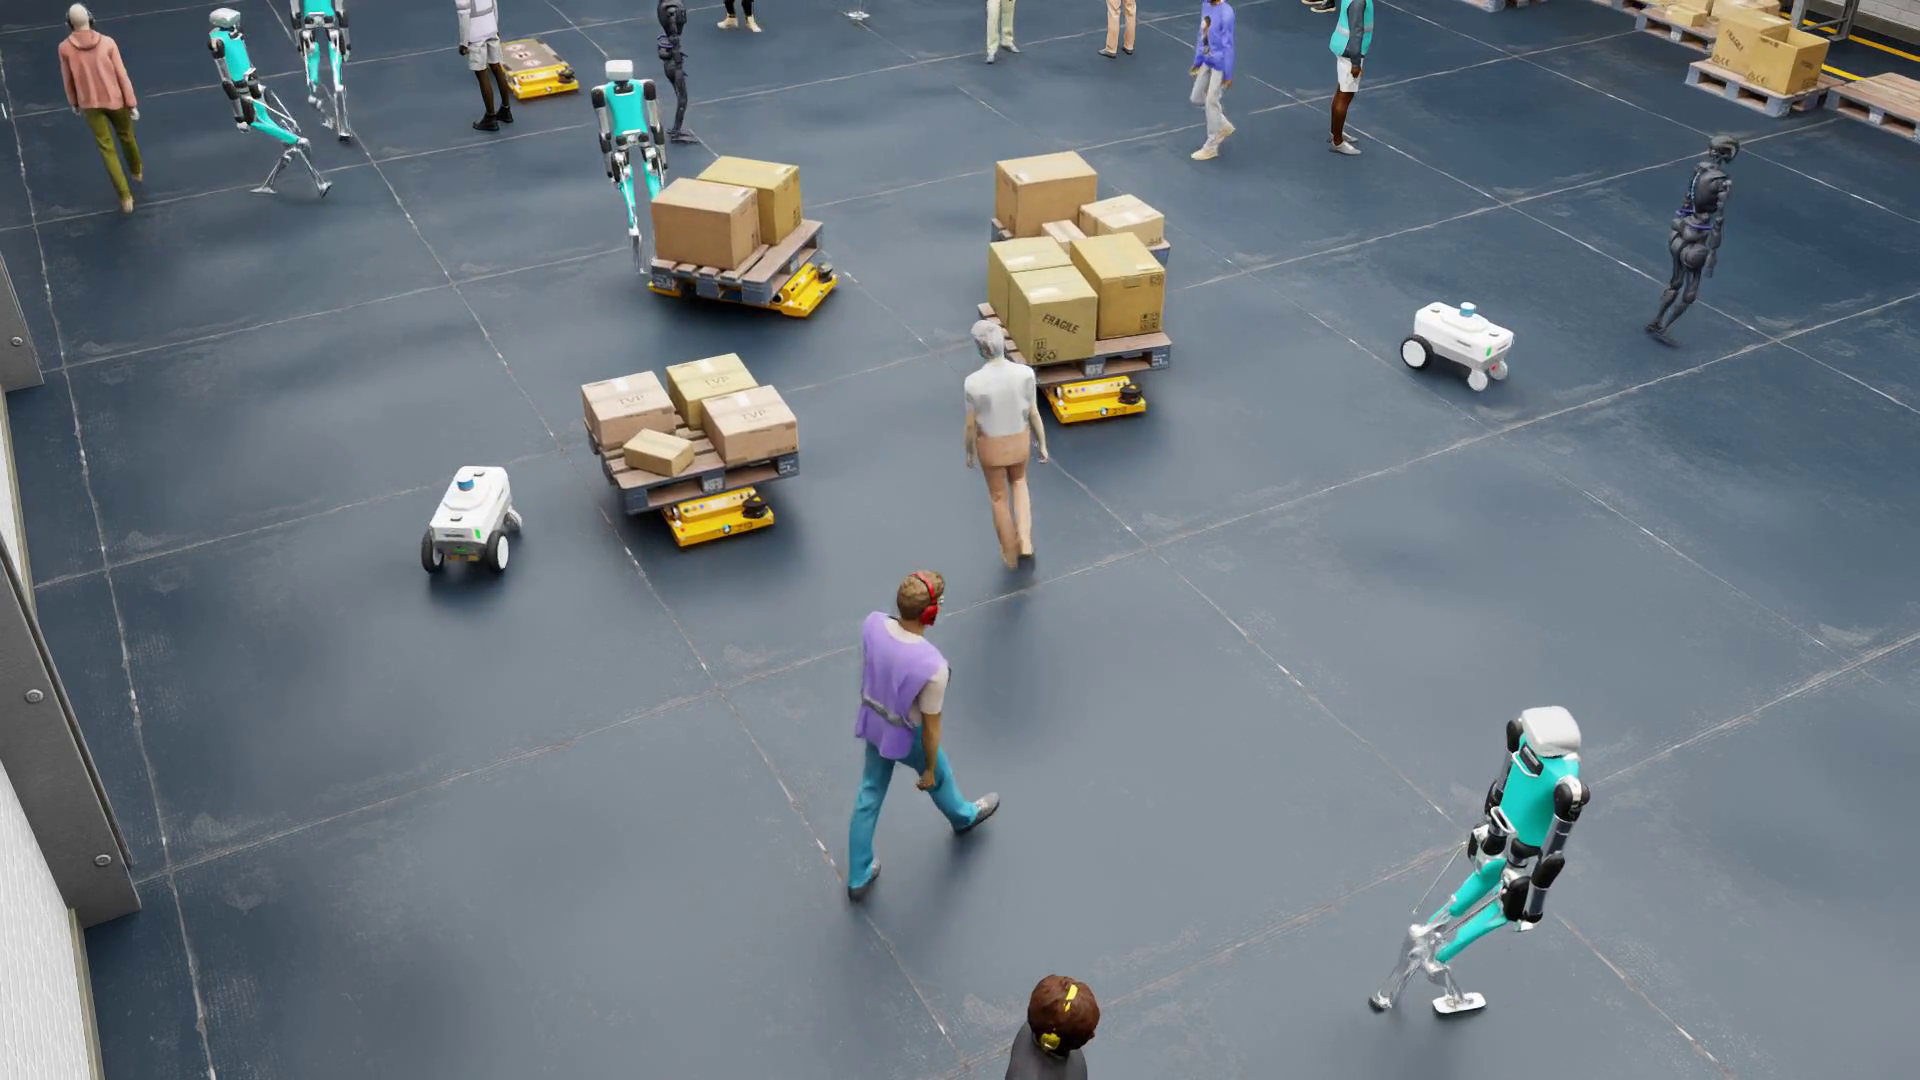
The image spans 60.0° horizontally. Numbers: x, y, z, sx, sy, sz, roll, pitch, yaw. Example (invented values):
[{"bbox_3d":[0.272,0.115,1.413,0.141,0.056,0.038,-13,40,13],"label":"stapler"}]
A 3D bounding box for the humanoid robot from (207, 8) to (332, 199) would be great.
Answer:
[{"bbox_3d":[-6.152,-3.906,15.039,0.971,1.776,0.543,2,35,2],"label":"humanoid robot"}]

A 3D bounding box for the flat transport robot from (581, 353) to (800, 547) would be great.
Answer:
[{"bbox_3d":[-1.818,-0.463,11.376,0.659,0.231,1.431,-15,38,-20],"label":"flat transport robot"}]

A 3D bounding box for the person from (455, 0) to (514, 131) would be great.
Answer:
[{"bbox_3d":[-4.768,-5.015,16.432,0.372,1.928,0.542,16,38,22],"label":"person"}]

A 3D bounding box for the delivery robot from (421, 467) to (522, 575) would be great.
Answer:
[{"bbox_3d":[-3.129,-0.126,10.662,0.516,0.614,0.785,1,35,2],"label":"delivery robot"}]

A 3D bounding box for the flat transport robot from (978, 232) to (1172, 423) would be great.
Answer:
[{"bbox_3d":[0.854,-1.348,12.641,0.659,0.231,1.431,-9,36,-13],"label":"flat transport robot"}]

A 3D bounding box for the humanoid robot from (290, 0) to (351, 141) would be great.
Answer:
[{"bbox_3d":[-6.235,-4.750,16.248,0.565,1.771,0.956,-7,36,-9],"label":"humanoid robot"}]

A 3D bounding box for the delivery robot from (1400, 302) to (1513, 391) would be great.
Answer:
[{"bbox_3d":[3.783,-1.515,12.647,0.499,0.614,0.802,-27,43,-33],"label":"delivery robot"}]

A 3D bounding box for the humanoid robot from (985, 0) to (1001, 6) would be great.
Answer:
[{"bbox_3d":[0.400,-7.132,19.689,0.614,1.623,0.663,-16,38,-21],"label":"humanoid robot"}]

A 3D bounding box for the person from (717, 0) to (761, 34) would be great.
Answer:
[{"bbox_3d":[-2.589,-6.630,18.976,0.665,1.656,0.311,18,39,24],"label":"person"}]

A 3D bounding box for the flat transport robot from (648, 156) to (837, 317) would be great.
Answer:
[{"bbox_3d":[-1.809,-2.170,13.814,1.431,0.231,0.659,11,37,15],"label":"flat transport robot"}]

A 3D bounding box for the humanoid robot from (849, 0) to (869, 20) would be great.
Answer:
[{"bbox_3d":[-1.212,-6.800,19.149,0.832,1.761,0.548,13,37,18],"label":"humanoid robot"}]

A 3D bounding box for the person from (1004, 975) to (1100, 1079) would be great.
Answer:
[{"bbox_3d":[0.317,2.265,6.085,0.356,1.874,0.491,7,36,9],"label":"person"}]

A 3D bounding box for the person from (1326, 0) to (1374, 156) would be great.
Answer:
[{"bbox_3d":[3.750,-4.682,15.946,0.418,1.940,0.552,4,35,6],"label":"person"}]

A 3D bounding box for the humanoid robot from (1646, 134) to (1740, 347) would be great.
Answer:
[{"bbox_3d":[5.618,-2.321,12.818,0.430,1.657,0.601,-2,35,-3],"label":"humanoid robot"}]

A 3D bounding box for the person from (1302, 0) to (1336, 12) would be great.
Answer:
[{"bbox_3d":[4.360,-7.241,19.577,0.361,1.963,0.613,-5,35,-8],"label":"person"}]

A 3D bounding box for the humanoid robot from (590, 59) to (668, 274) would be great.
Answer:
[{"bbox_3d":[-2.659,-3.000,13.730,0.562,1.789,0.719,-10,36,-14],"label":"humanoid robot"}]

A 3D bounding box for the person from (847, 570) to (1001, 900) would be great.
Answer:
[{"bbox_3d":[-0.233,0.906,8.097,0.595,1.776,0.985,29,44,34],"label":"person"}]

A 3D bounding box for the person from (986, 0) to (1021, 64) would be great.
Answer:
[{"bbox_3d":[0.480,-6.152,18.162,0.567,1.806,0.643,-6,35,-9],"label":"person"}]

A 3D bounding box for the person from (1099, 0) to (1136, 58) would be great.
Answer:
[{"bbox_3d":[1.762,-6.153,18.280,0.459,1.669,0.386,-17,39,-23],"label":"person"}]

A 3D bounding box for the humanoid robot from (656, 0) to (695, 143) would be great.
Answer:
[{"bbox_3d":[-2.782,-4.709,16.217,0.325,1.648,0.608,-7,36,-10],"label":"humanoid robot"}]

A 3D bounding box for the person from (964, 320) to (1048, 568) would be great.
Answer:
[{"bbox_3d":[0.273,-0.587,10.295,0.534,1.709,0.386,-6,35,-9],"label":"person"}]

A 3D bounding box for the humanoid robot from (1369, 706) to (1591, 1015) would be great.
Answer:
[{"bbox_3d":[2.193,1.542,7.325,0.794,1.880,0.542,-7,36,-10],"label":"humanoid robot"}]

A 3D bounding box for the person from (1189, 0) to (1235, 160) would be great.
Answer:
[{"bbox_3d":[2.424,-4.505,15.778,0.543,1.843,0.485,-13,37,-18],"label":"person"}]

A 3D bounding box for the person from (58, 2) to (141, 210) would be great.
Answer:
[{"bbox_3d":[-7.775,-3.975,15.072,0.551,1.785,0.976,-17,38,-22],"label":"person"}]

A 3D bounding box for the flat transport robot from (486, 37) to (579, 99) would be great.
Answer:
[{"bbox_3d":[-4.694,-5.136,18.049,0.659,0.231,1.431,-18,39,-24],"label":"flat transport robot"}]

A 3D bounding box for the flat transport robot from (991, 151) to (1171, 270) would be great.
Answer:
[{"bbox_3d":[0.985,-2.295,13.992,0.659,0.231,1.431,-11,37,-16],"label":"flat transport robot"}]
